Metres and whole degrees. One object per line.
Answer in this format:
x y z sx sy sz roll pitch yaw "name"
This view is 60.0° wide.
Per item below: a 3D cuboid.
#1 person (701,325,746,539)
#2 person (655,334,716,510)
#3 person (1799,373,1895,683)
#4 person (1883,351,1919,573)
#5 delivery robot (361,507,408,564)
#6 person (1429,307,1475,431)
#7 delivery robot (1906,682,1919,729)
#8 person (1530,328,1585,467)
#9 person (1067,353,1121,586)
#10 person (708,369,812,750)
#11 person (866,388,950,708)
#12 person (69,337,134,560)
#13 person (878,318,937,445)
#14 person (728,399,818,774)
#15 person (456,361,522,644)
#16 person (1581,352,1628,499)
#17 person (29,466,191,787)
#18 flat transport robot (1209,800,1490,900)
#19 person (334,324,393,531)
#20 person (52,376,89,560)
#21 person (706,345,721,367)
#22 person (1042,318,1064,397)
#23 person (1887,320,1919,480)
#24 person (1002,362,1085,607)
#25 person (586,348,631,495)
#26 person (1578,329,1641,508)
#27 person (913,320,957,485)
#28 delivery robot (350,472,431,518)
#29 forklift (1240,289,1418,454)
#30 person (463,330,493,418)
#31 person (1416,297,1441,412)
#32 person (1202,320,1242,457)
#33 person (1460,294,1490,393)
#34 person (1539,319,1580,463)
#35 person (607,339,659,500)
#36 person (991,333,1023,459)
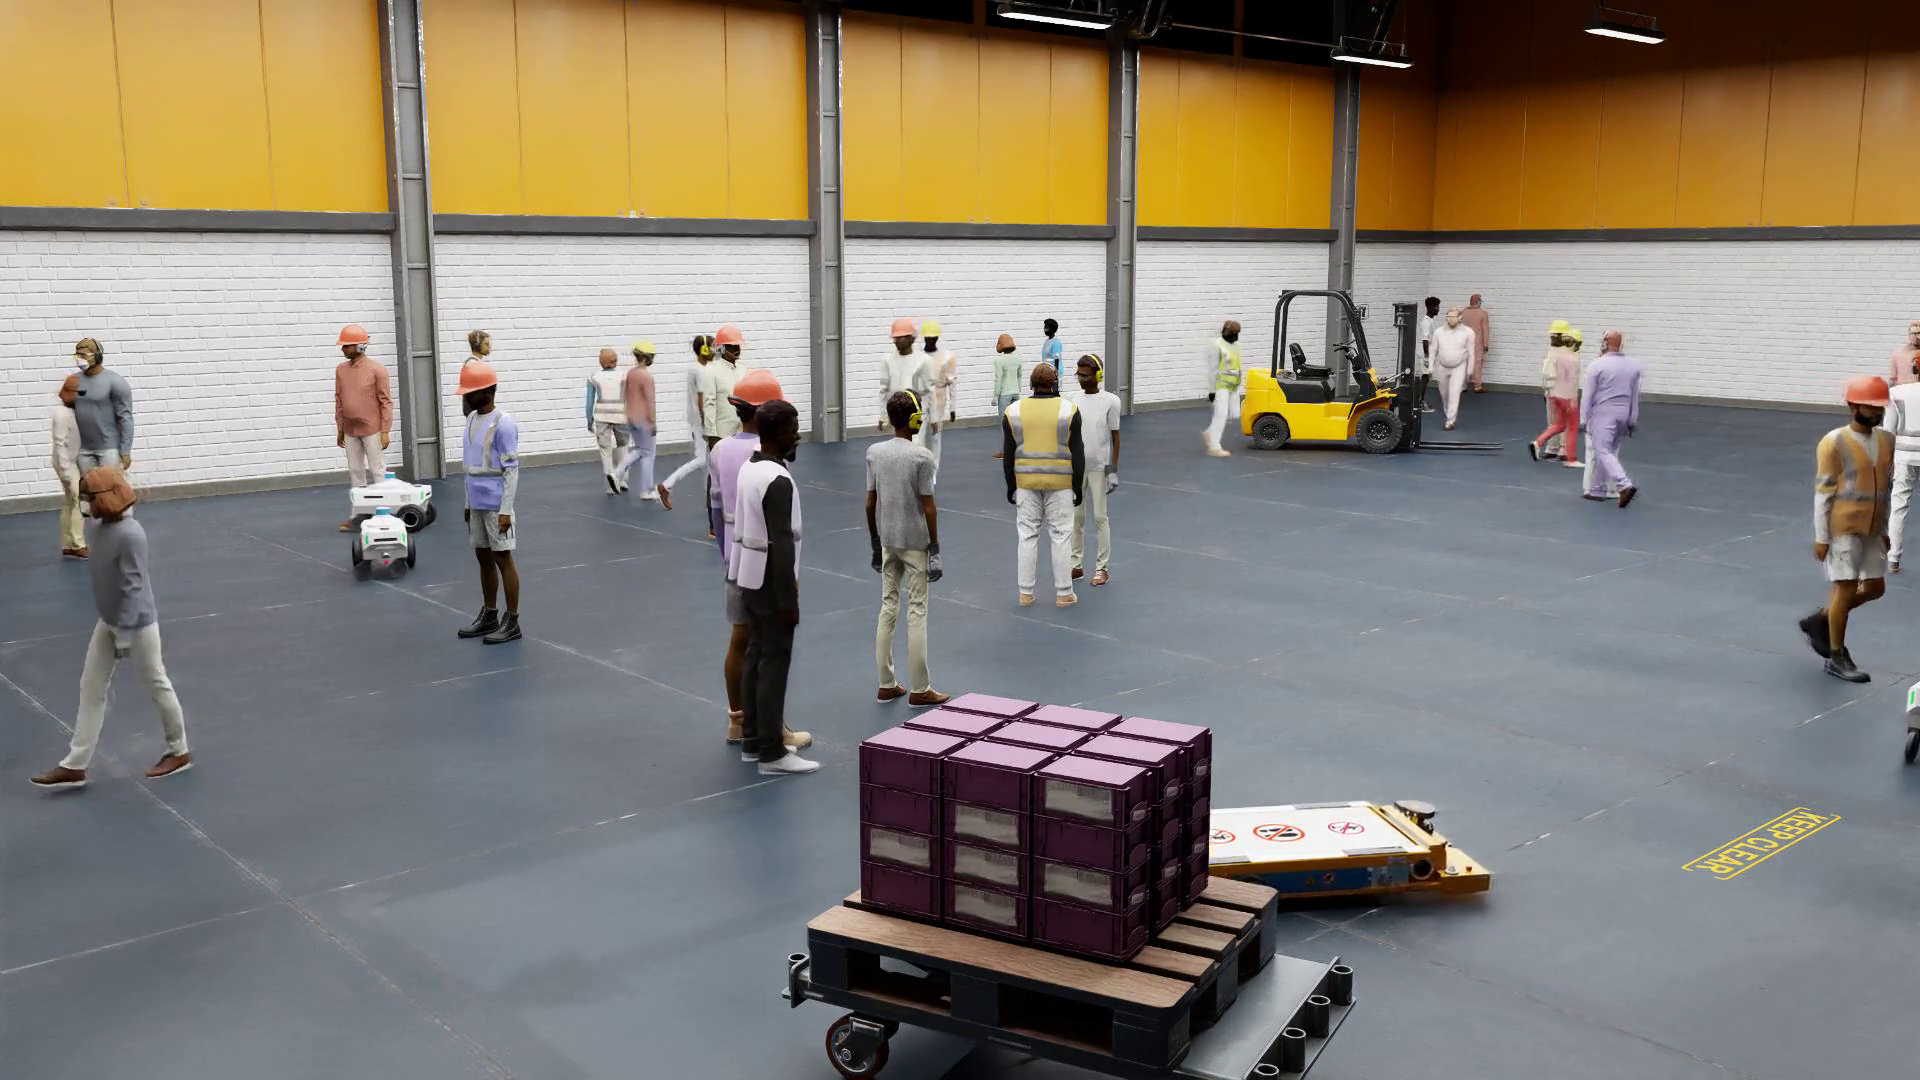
-2.158 -1.003 15.540 0.383 1.996 0.609 5 11 29 "person"
-2.734 -1.204 17.178 0.771 1.841 0.527 -1 10 -5 "person"
5.557 -0.091 10.422 0.560 1.921 0.544 -3 10 -19 "person"
7.948 -0.644 13.770 0.575 1.885 0.355 7 12 35 "person"
-4.774 -0.028 13.776 0.477 0.478 0.707 -4 10 -21 "delivery robot"
7.530 -2.632 25.465 0.657 1.872 0.946 6 11 30 "person"
5.271 0.826 8.774 0.477 0.478 0.707 9 13 42 "delivery robot"
7.525 -1.771 20.775 0.605 1.742 0.534 -1 10 -5 "person"
1.038 -0.563 13.356 0.521 1.865 0.327 6 11 32 "person"
-1.067 0.112 8.870 0.378 2.045 0.605 -9 13 -44 "person"
-0.315 0.048 9.755 0.512 1.873 0.329 7 12 34 "person"
-7.454 -0.782 14.418 0.627 1.940 0.376 2 10 14 "person"
-0.530 -1.346 17.561 0.623 2.000 1.019 5 11 25 "person"
-0.980 0.238 8.512 0.373 1.915 0.596 -4 11 -23 "person"
-3.232 -0.255 11.355 0.542 1.931 0.366 9 13 41 "person"
7.020 -1.263 18.116 0.522 1.636 0.310 7 12 36 "person"
-4.219 0.445 8.205 0.520 1.596 0.799 7 12 35 "person"
1.417 1.316 7.008 1.431 0.197 0.652 -2 10 -9 "flat transport robot"
-5.701 -1.055 15.856 0.618 1.989 0.392 4 10 21 "person"
-7.681 -0.622 14.446 0.479 1.600 0.499 0 10 -1 "person"
-2.878 -1.580 19.983 0.546 1.622 0.396 5 11 29 "person"
1.413 -2.551 25.505 0.321 1.690 0.536 -3 10 -15 "person"
11.267 -1.640 19.571 0.598 1.889 0.666 -8 13 -40 "person"
0.639 -0.411 12.530 0.620 1.845 0.430 2 10 13 "person"
-3.882 -1.320 18.472 0.538 1.617 0.541 -2 10 -12 "person"
6.908 -1.288 17.610 0.654 1.880 0.877 -4 10 -22 "person"
-0.347 -1.540 18.944 0.625 1.897 0.819 0 10 2 "person"
-5.478 -0.410 16.010 0.707 0.478 0.477 -1 10 -4 "delivery robot"
5.034 -2.339 22.783 2.313 2.155 1.214 3 10 16 "forklift"
-5.159 -1.340 18.005 0.436 1.839 0.531 -3 10 -18 "person"
7.943 -3.154 28.260 0.387 1.957 0.616 3 10 18 "person"
3.471 -2.007 22.000 0.503 1.801 0.657 8 13 39 "person"
9.925 -3.790 32.120 0.401 1.910 0.640 -9 13 -43 "person"
7.661 -1.905 21.303 0.403 1.830 0.597 -2 10 -12 "person"
-3.488 -1.289 17.941 0.560 1.744 0.550 -8 13 -39 "person"
0.615 -1.871 21.684 0.498 1.633 0.278 -9 13 -44 "person"
